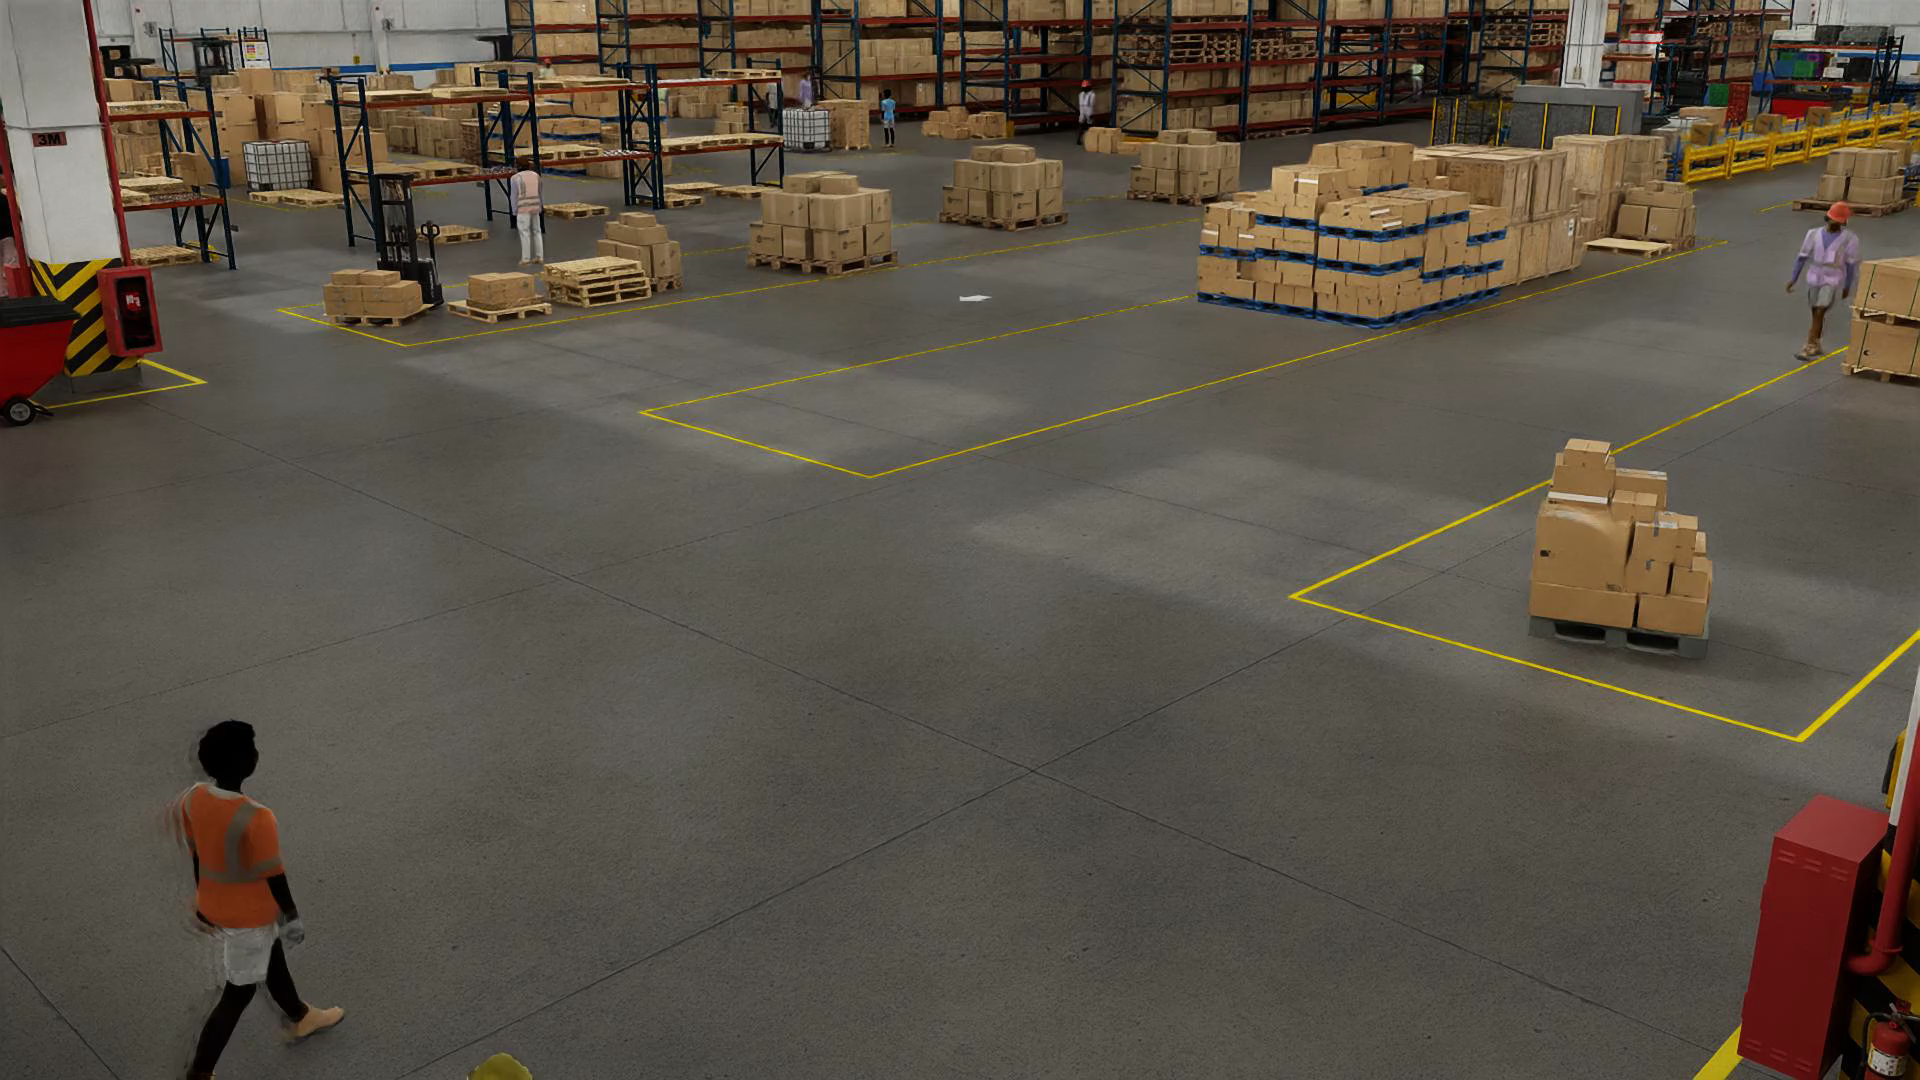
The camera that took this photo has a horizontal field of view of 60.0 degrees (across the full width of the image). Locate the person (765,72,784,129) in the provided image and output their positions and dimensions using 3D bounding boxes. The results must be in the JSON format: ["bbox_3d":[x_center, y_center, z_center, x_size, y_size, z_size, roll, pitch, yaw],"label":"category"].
[{"bbox_3d":[-6.270,-14.859,56.054,0.643,1.929,0.825,-8,20,-22],"label":"person"}]

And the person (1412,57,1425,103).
[{"bbox_3d":[18.840,-18.915,68.411,0.580,1.826,0.507,15,24,38],"label":"person"}]

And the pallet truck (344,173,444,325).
[{"bbox_3d":[-8.209,-4.181,23.757,0.823,1.965,1.885,3,19,9],"label":"pallet truck"}]

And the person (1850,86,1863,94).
[{"bbox_3d":[32.644,-16.337,60.548,0.615,1.904,0.968,-9,20,-25],"label":"person"}]

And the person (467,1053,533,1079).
[{"bbox_3d":[-1.264,2.238,4.839,0.554,1.716,0.895,1,18,2],"label":"person"}]

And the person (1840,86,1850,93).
[{"bbox_3d":[31.468,-15.820,59.345,0.862,1.644,0.547,-1,18,-4],"label":"person"}]

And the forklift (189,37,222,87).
[{"bbox_3d":[-27.337,-16.864,60.591,1.873,2.768,1.129,17,25,41],"label":"forklift"}]

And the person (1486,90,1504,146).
[{"bbox_3d":[15.956,-12.445,49.167,0.749,1.666,0.541,6,19,17],"label":"person"}]

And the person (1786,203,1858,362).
[{"bbox_3d":[10.811,-3.239,20.933,1.061,1.976,0.651,-15,24,-38],"label":"person"}]

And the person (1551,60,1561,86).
[{"bbox_3d":[22.894,-17.355,63.598,0.644,1.904,0.399,-1,18,-4],"label":"person"}]

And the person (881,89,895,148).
[{"bbox_3d":[-2.127,-12.435,49.097,0.318,1.697,0.535,16,24,40],"label":"person"}]

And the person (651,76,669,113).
[{"bbox_3d":[-9.450,-13.629,52.384,0.598,1.901,0.778,-5,19,-16],"label":"person"}]

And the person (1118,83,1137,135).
[{"bbox_3d":[5.497,-13.999,53.519,0.862,1.873,0.680,-15,24,-39],"label":"person"}]

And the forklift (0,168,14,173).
[{"bbox_3d":[-24.990,-10.578,41.652,1.129,2.768,1.873,17,25,41],"label":"forklift"}]

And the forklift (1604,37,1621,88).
[{"bbox_3d":[23.635,-17.058,61.176,1.129,2.768,1.873,17,25,41],"label":"forklift"}]

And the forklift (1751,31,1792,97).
[{"bbox_3d":[35.159,-20.363,71.133,1.129,2.768,1.873,-16,24,-39],"label":"forklift"}]

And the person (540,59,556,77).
[{"bbox_3d":[-15.862,-17.539,64.093,1.003,1.950,0.610,14,23,36],"label":"person"}]

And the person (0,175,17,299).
[{"bbox_3d":[-14.325,-4.545,24.856,0.608,1.996,0.379,5,19,14],"label":"person"}]

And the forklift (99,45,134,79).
[{"bbox_3d":[-26.334,-14.077,52.195,1.873,2.768,1.129,6,19,18],"label":"forklift"}]

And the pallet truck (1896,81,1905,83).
[{"bbox_3d":[34.802,-16.331,61.455,0.653,1.274,1.630,17,25,41],"label":"pallet truck"}]

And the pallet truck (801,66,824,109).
[{"bbox_3d":[-4.812,-15.182,56.903,0.823,1.965,1.885,-9,21,-26],"label":"pallet truck"}]

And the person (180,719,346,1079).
[{"bbox_3d":[-3.053,1.555,7.010,0.541,1.658,0.868,13,22,33],"label":"person"}]

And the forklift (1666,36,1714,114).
[{"bbox_3d":[27.341,-17.291,61.877,1.129,2.768,1.873,17,25,41],"label":"forklift"}]

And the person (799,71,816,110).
[{"bbox_3d":[-5.080,-14.687,55.556,0.494,1.913,0.624,7,20,21],"label":"person"}]

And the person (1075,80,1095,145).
[{"bbox_3d":[3.830,-12.911,50.235,0.559,1.895,0.976,12,22,31],"label":"person"}]

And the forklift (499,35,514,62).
[{"bbox_3d":[-17.217,-17.828,63.494,1.873,2.768,1.129,-8,20,-24],"label":"forklift"}]

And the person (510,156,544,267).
[{"bbox_3d":[-7.344,-5.572,28.216,0.432,1.835,0.619,13,23,35],"label":"person"}]
